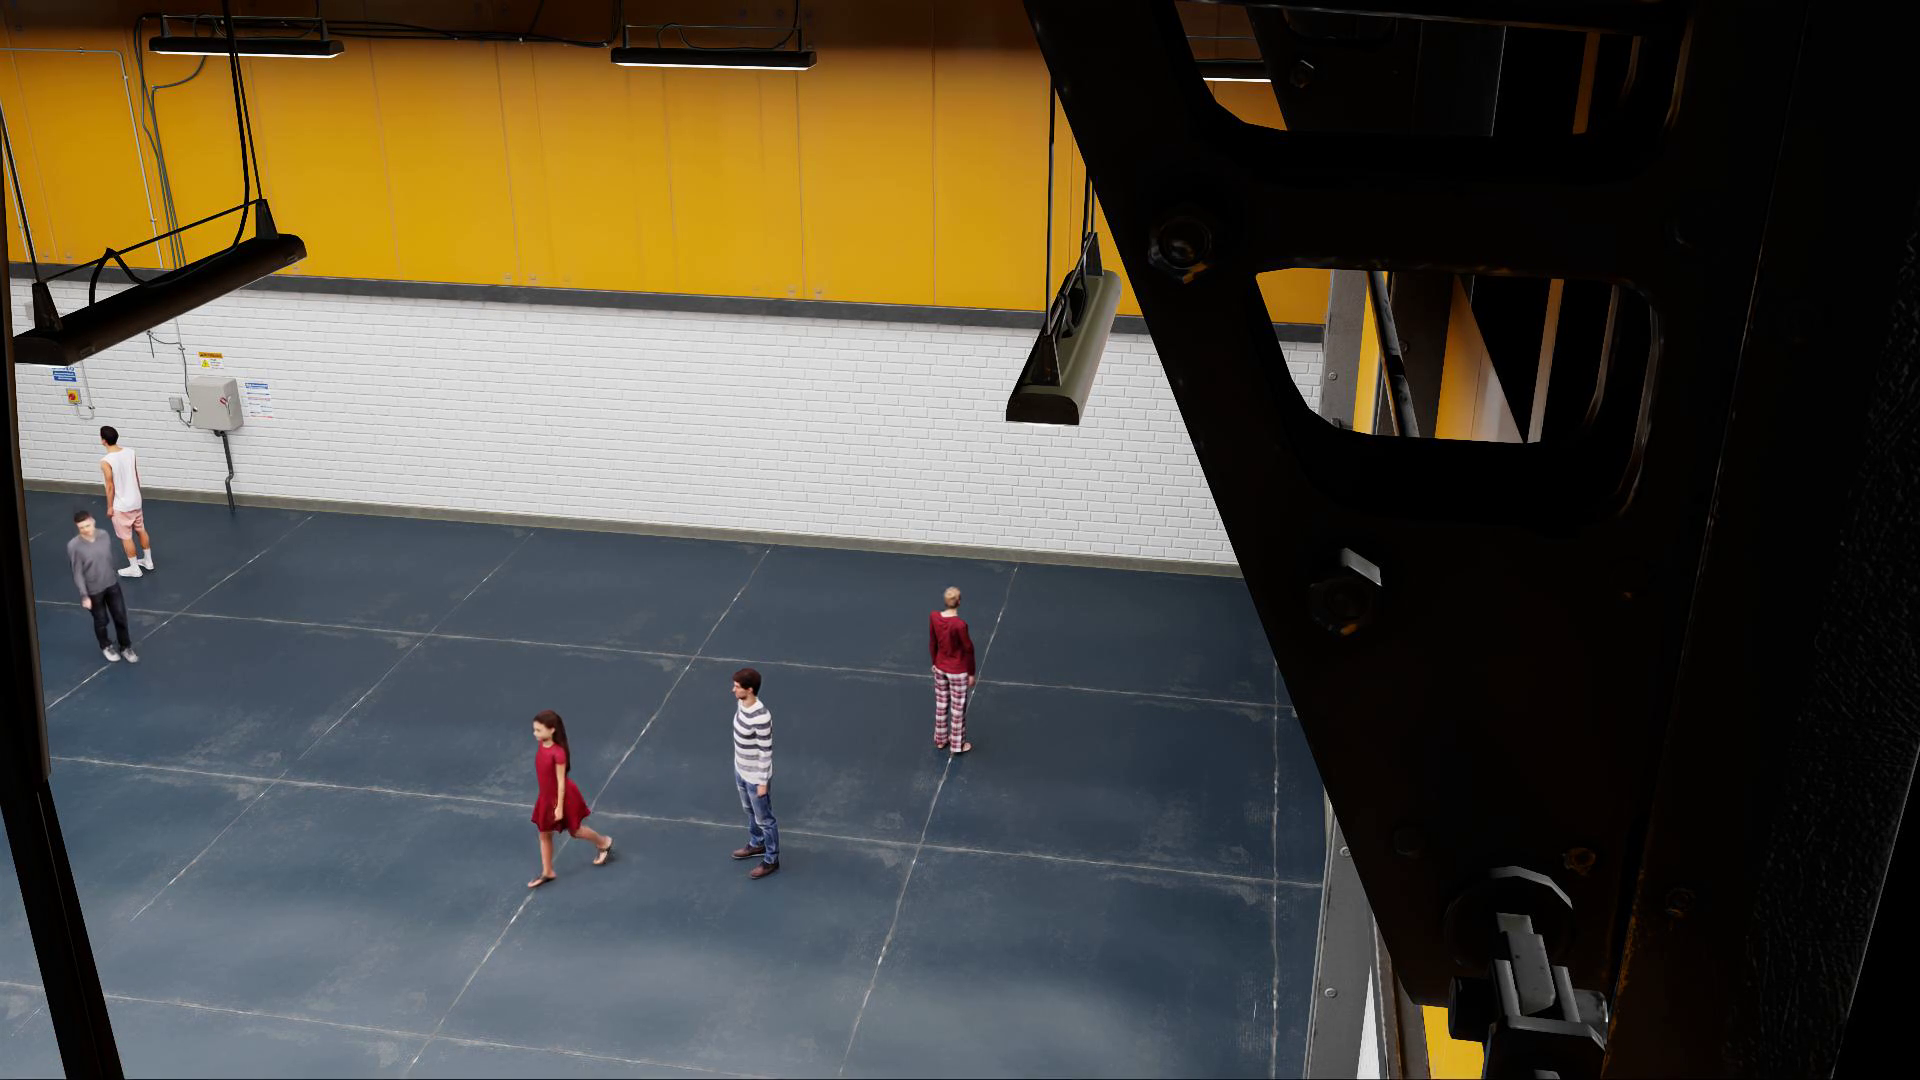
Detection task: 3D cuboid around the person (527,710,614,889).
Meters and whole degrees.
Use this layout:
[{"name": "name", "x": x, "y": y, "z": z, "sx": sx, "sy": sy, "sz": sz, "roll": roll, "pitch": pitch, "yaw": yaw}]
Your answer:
[{"name": "person", "x": -3.215, "y": 2.069, "z": 13.574, "sx": 0.874, "sy": 1.535, "sz": 1.057, "roll": 20, "pitch": 31, "yaw": 39}]

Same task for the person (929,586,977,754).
[{"name": "person", "x": -0.077, "y": 1.185, "z": 15.407, "sx": 0.689, "sy": 1.687, "sz": 0.662, "roll": 17, "pitch": 29, "yaw": 33}]

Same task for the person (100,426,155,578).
[{"name": "person", "x": -9.553, "y": -0.448, "z": 19.016, "sx": 0.730, "sy": 1.788, "sz": 0.540, "roll": 7, "pitch": 25, "yaw": 16}]

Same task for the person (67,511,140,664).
[{"name": "person", "x": -8.808, "y": 0.461, "z": 17.006, "sx": 0.877, "sy": 1.732, "sz": 0.839, "roll": 14, "pitch": 27, "yaw": 30}]

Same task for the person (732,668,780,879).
[{"name": "person", "x": -1.681, "y": 1.875, "z": 13.619, "sx": 0.777, "sy": 1.853, "sz": 0.691, "roll": -13, "pitch": 27, "yaw": -27}]
